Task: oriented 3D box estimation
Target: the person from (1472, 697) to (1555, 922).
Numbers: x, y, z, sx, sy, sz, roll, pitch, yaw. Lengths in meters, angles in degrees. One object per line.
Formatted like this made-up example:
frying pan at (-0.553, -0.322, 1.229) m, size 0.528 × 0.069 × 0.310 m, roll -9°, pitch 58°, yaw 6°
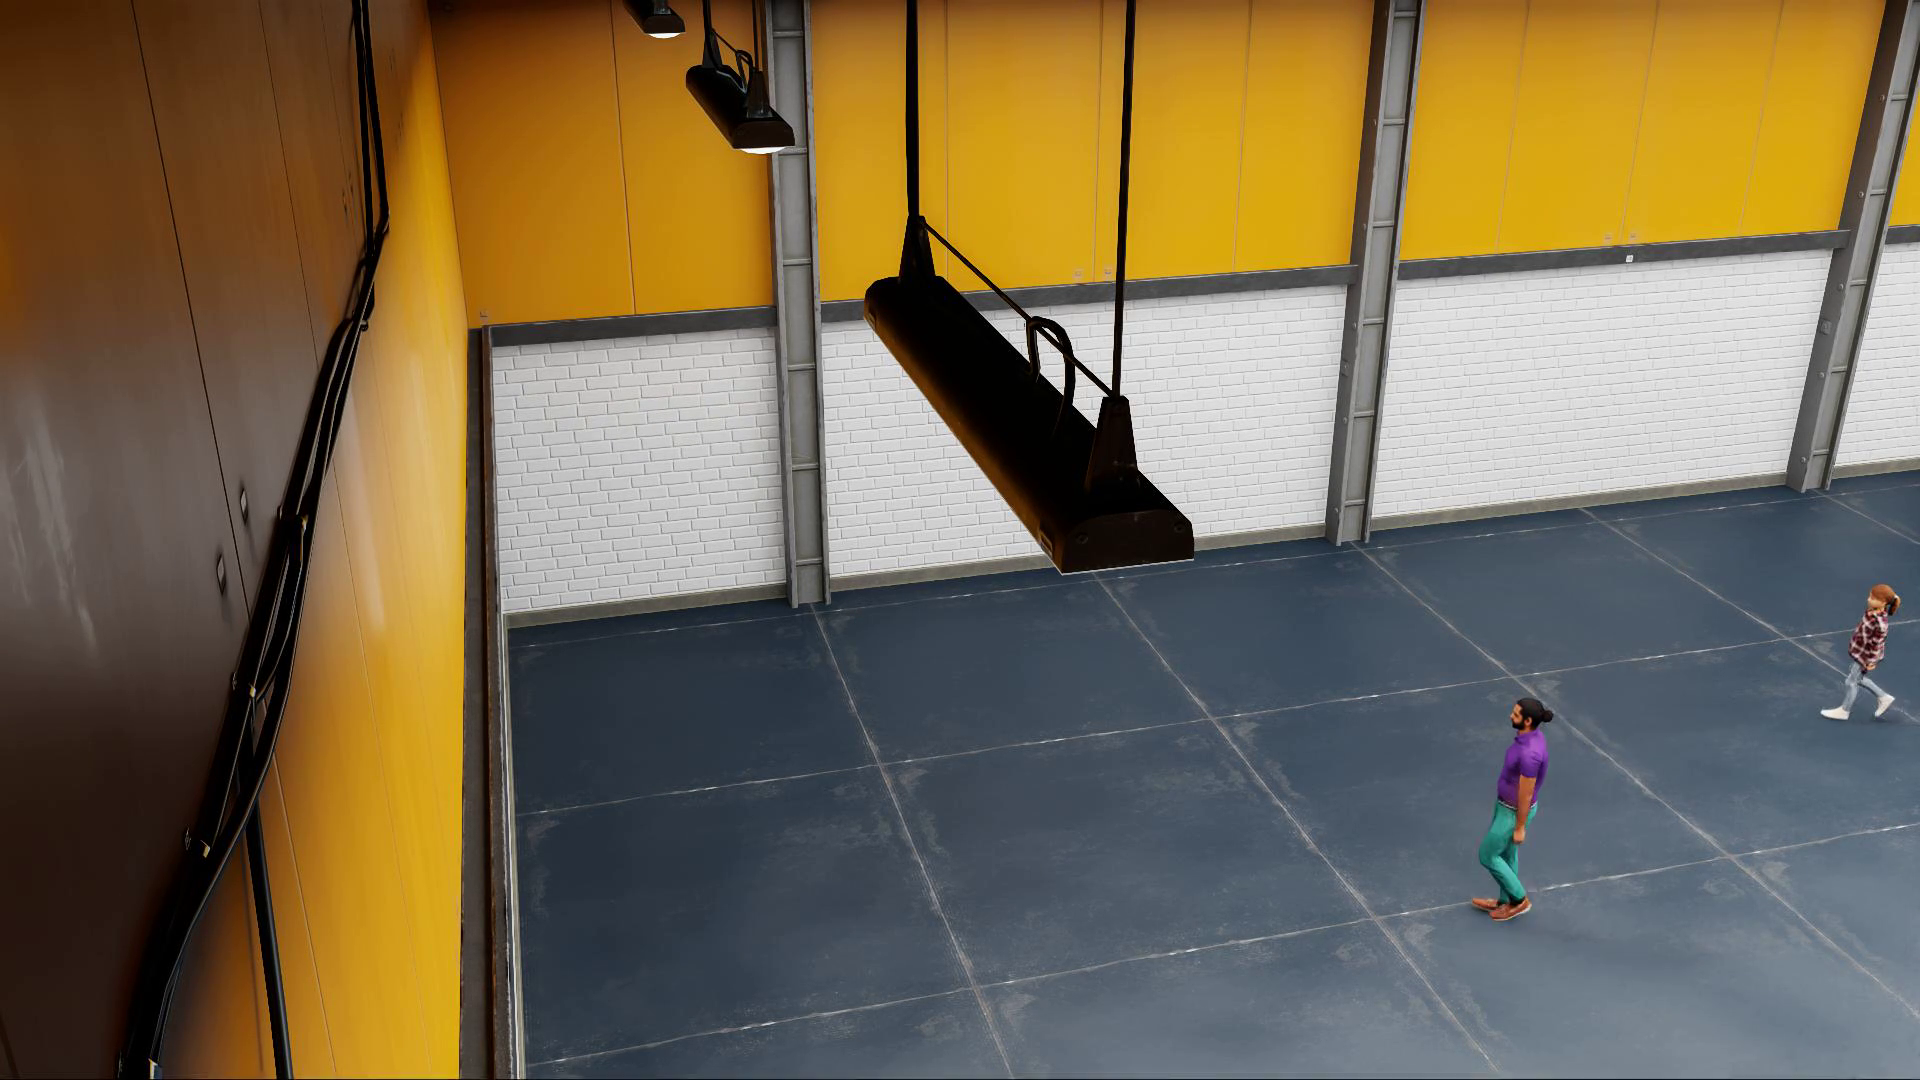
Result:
person at (3.994, 1.916, 11.700) m, size 0.809 × 1.761 × 0.781 m, roll 6°, pitch 24°, yaw 13°

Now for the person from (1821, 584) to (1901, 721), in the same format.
person at (7.906, 0.990, 14.404) m, size 0.889 × 1.293 × 0.741 m, roll 5°, pitch 24°, yaw 11°
